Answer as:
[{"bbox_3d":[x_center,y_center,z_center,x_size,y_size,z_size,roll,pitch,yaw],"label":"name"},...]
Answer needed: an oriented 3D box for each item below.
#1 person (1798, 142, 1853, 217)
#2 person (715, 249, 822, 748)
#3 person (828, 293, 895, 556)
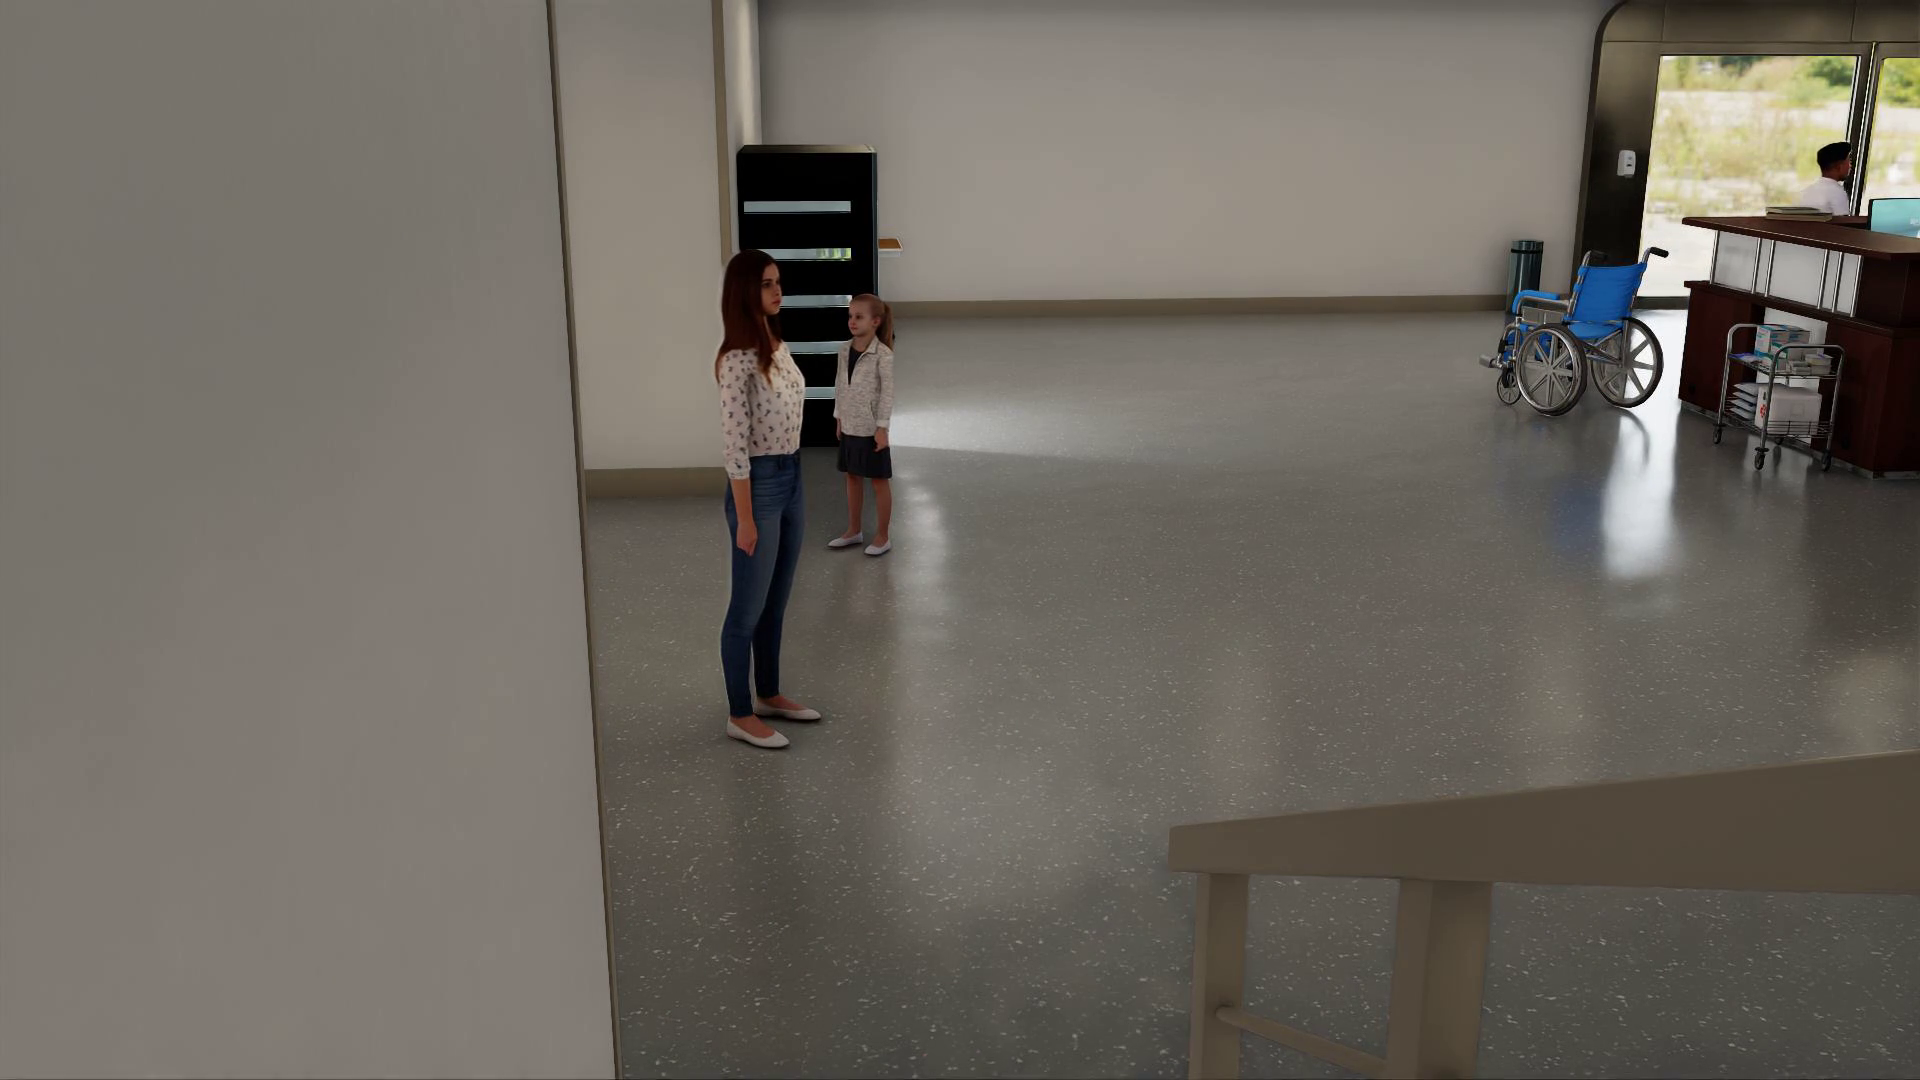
[{"bbox_3d":[6.340,-2.050,12.497,0.765,1.773,1.014,0,16,0],"label":"person"},{"bbox_3d":[-0.695,-0.150,5.841,0.713,1.728,0.582,6,17,21],"label":"person"},{"bbox_3d":[-0.467,-0.576,8.172,0.602,1.276,0.657,11,19,35],"label":"person"}]
